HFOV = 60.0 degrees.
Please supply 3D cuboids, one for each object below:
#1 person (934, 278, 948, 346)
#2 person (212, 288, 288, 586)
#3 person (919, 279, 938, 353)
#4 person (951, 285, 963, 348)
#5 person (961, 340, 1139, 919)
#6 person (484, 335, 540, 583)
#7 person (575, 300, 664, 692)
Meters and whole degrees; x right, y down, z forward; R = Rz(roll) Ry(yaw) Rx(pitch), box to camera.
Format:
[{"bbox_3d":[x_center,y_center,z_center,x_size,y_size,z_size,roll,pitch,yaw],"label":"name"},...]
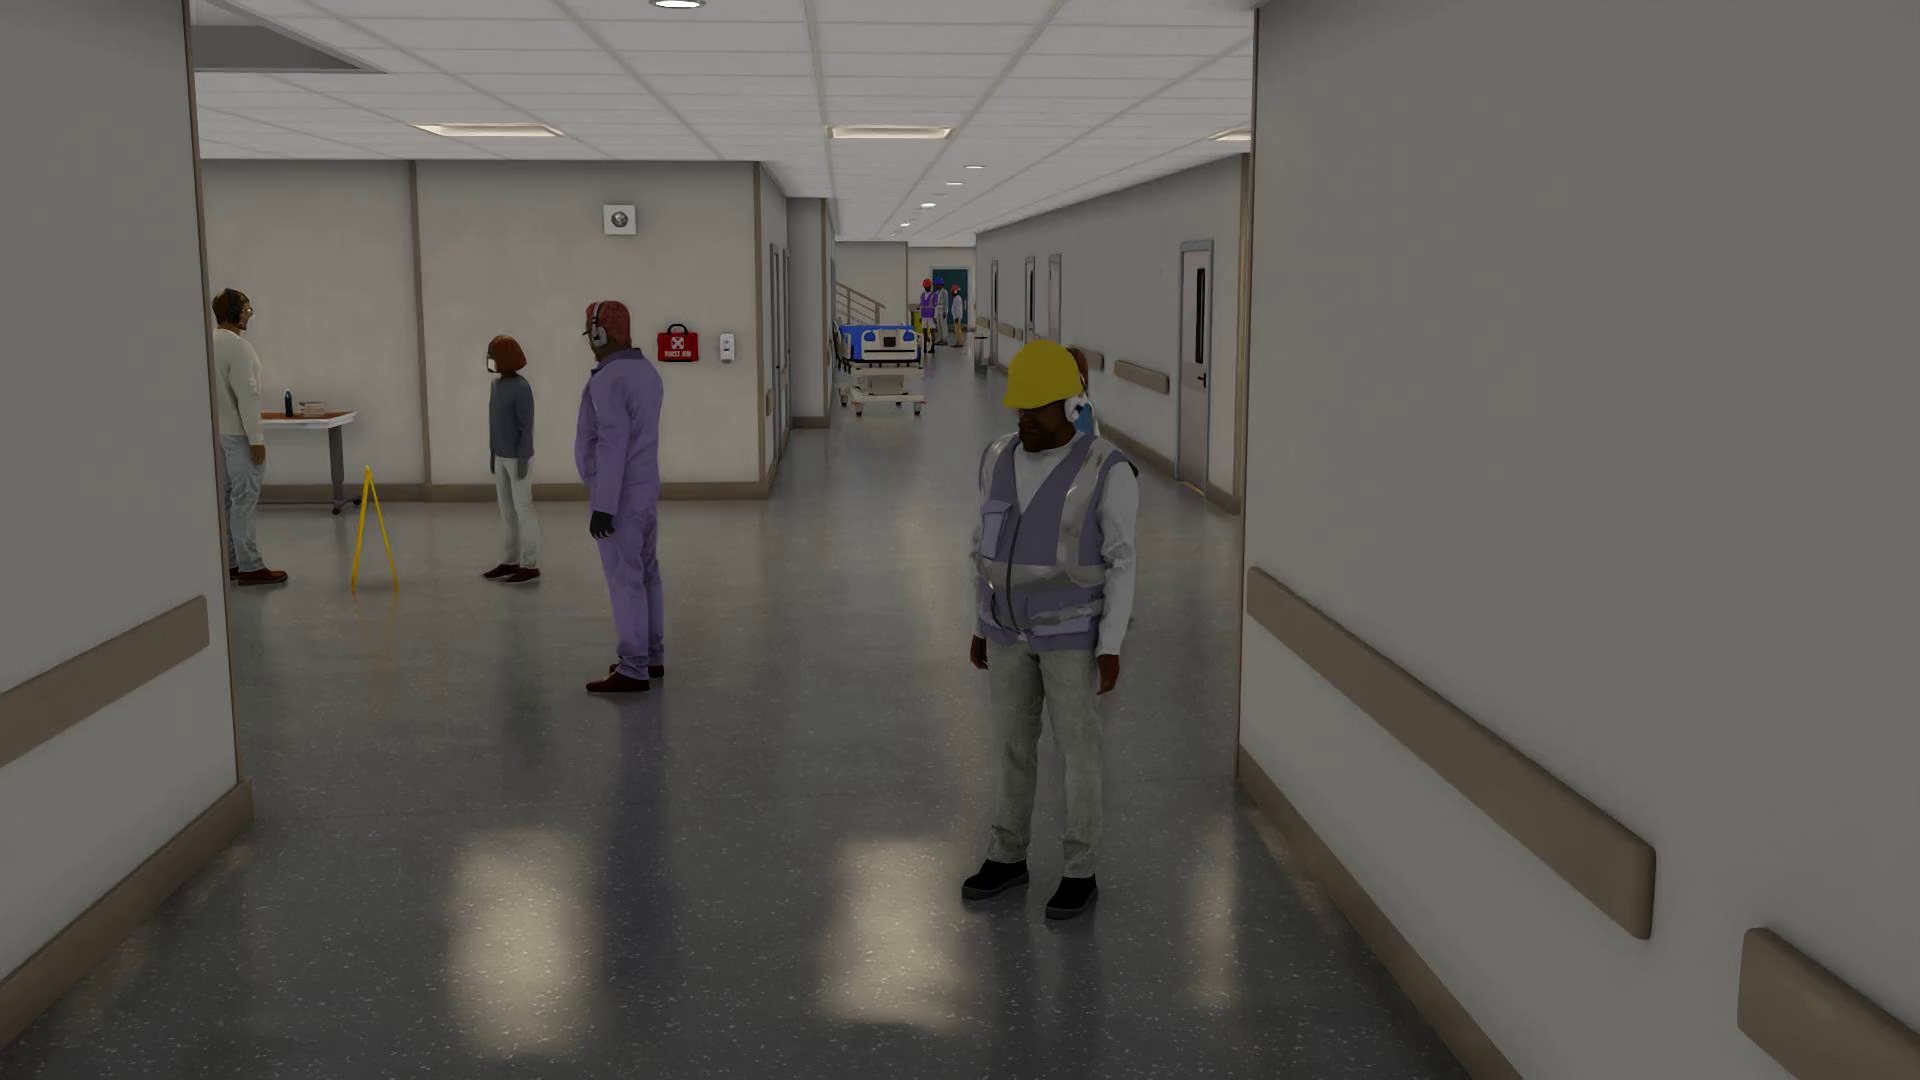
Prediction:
[{"bbox_3d":[-0.557,-6.566,47.919,0.422,1.942,0.629,-5,10,-27],"label":"person"},{"bbox_3d":[-4.727,-0.670,10.889,0.630,1.940,0.372,8,12,43],"label":"person"},{"bbox_3d":[-0.838,-5.832,43.313,0.543,1.932,0.370,6,11,32],"label":"person"},{"bbox_3d":[-0.101,-6.251,46.515,0.344,1.750,0.573,0,9,3],"label":"person"},{"bbox_3d":[0.263,0.280,5.284,0.587,1.823,0.403,6,11,34],"label":"person"},{"bbox_3d":[-2.966,-0.533,10.982,0.272,1.632,0.506,-8,12,-41],"label":"person"},{"bbox_3d":[-1.672,-0.211,8.124,0.401,1.900,0.646,1,9,8],"label":"person"}]
